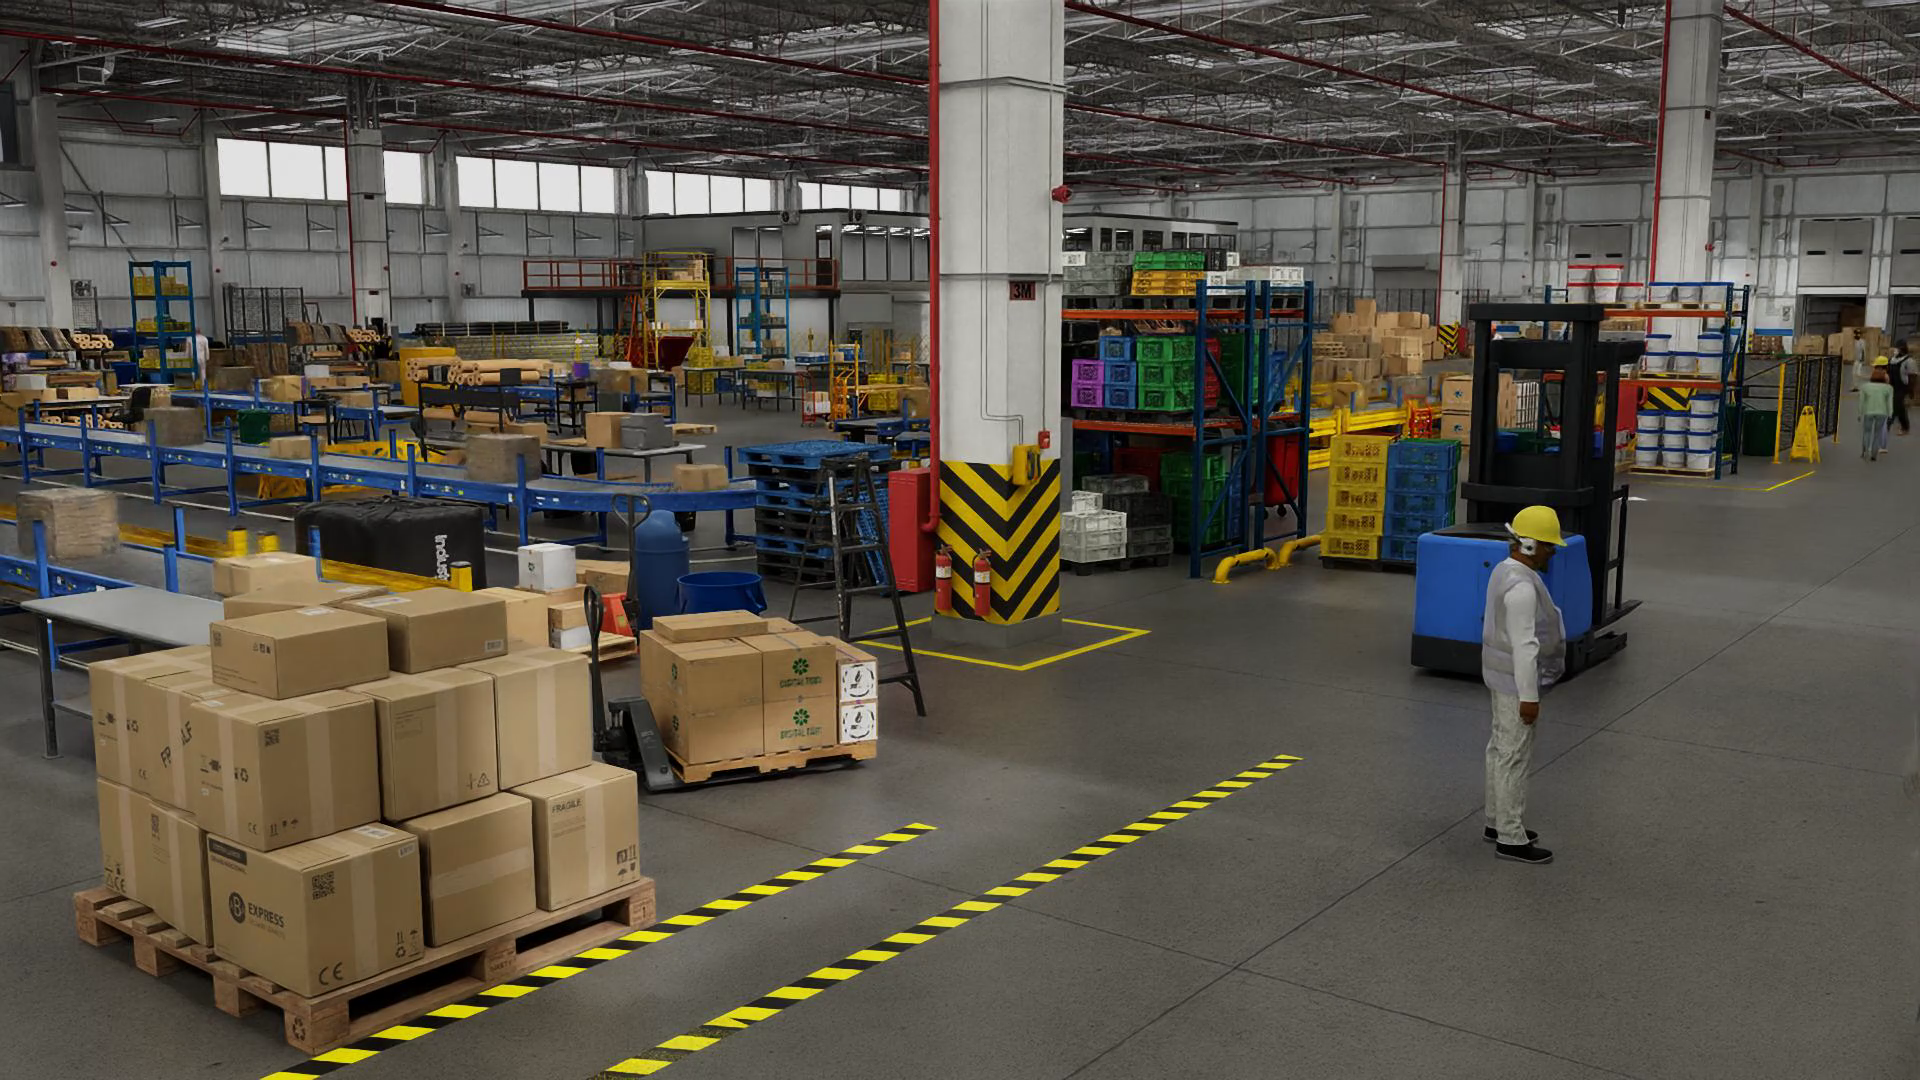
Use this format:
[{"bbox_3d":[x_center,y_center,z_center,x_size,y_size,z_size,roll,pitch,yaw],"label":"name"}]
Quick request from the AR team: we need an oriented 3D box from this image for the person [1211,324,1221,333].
[{"bbox_3d":[8.070,-5.943,53.157,0.524,1.927,0.560,3,9,21],"label":"person"}]

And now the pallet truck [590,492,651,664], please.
[{"bbox_3d":[-3.115,0.344,12.883,0.653,1.274,1.630,7,11,37],"label":"pallet truck"}]

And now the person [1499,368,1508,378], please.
[{"bbox_3d":[12.967,-3.884,40.050,0.540,1.695,0.317,-2,9,-15],"label":"person"}]

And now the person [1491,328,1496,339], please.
[{"bbox_3d":[13.797,-4.546,43.513,0.396,1.992,0.622,1,9,10],"label":"person"}]

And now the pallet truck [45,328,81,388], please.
[{"bbox_3d":[-23.775,-4.544,43.495,1.885,1.965,0.823,6,10,35],"label":"pallet truck"}]

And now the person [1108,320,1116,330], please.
[{"bbox_3d":[6.028,-7.786,65.951,0.902,1.834,0.642,-1,9,-10],"label":"person"}]

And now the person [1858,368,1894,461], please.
[{"bbox_3d":[15.805,-2.162,28.710,0.527,1.620,0.344,5,10,32],"label":"person"}]

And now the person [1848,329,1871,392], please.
[{"bbox_3d":[26.402,-5.247,48.736,0.520,1.844,0.546,0,8,1],"label":"person"}]

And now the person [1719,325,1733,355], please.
[{"bbox_3d":[26.515,-6.569,57.812,0.631,1.803,0.964,0,8,-2],"label":"person"}]

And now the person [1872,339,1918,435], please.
[{"bbox_3d":[18.978,-3.111,33.687,1.036,2.000,0.688,-1,9,-7],"label":"person"}]

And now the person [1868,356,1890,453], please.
[{"bbox_3d":[16.728,-2.460,30.258,0.346,1.762,0.525,3,9,18],"label":"person"}]

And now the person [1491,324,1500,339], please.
[{"bbox_3d":[17.546,-6.177,54.891,0.561,1.884,0.980,3,9,21],"label":"person"}]

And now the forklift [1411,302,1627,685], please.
[{"bbox_3d":[4.379,-0.438,12.852,1.129,2.768,1.873,7,11,37],"label":"forklift"}]

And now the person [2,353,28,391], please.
[{"bbox_3d":[-19.977,-3.304,35.024,0.618,2.024,0.431,-1,9,-8],"label":"person"}]

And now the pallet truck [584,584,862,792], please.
[{"bbox_3d":[-1.426,0.805,10.019,1.601,1.201,0.680,-4,9,-26],"label":"pallet truck"}]

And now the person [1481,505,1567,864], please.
[{"bbox_3d":[2.889,0.728,8.544,0.403,1.822,0.589,1,9,8],"label":"person"}]

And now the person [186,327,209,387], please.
[{"bbox_3d":[-23.403,-5.608,51.064,0.654,1.886,0.790,-4,9,-24],"label":"person"}]

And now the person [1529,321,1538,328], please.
[{"bbox_3d":[26.281,-9.322,76.225,0.430,1.845,0.620,1,8,5],"label":"person"}]
